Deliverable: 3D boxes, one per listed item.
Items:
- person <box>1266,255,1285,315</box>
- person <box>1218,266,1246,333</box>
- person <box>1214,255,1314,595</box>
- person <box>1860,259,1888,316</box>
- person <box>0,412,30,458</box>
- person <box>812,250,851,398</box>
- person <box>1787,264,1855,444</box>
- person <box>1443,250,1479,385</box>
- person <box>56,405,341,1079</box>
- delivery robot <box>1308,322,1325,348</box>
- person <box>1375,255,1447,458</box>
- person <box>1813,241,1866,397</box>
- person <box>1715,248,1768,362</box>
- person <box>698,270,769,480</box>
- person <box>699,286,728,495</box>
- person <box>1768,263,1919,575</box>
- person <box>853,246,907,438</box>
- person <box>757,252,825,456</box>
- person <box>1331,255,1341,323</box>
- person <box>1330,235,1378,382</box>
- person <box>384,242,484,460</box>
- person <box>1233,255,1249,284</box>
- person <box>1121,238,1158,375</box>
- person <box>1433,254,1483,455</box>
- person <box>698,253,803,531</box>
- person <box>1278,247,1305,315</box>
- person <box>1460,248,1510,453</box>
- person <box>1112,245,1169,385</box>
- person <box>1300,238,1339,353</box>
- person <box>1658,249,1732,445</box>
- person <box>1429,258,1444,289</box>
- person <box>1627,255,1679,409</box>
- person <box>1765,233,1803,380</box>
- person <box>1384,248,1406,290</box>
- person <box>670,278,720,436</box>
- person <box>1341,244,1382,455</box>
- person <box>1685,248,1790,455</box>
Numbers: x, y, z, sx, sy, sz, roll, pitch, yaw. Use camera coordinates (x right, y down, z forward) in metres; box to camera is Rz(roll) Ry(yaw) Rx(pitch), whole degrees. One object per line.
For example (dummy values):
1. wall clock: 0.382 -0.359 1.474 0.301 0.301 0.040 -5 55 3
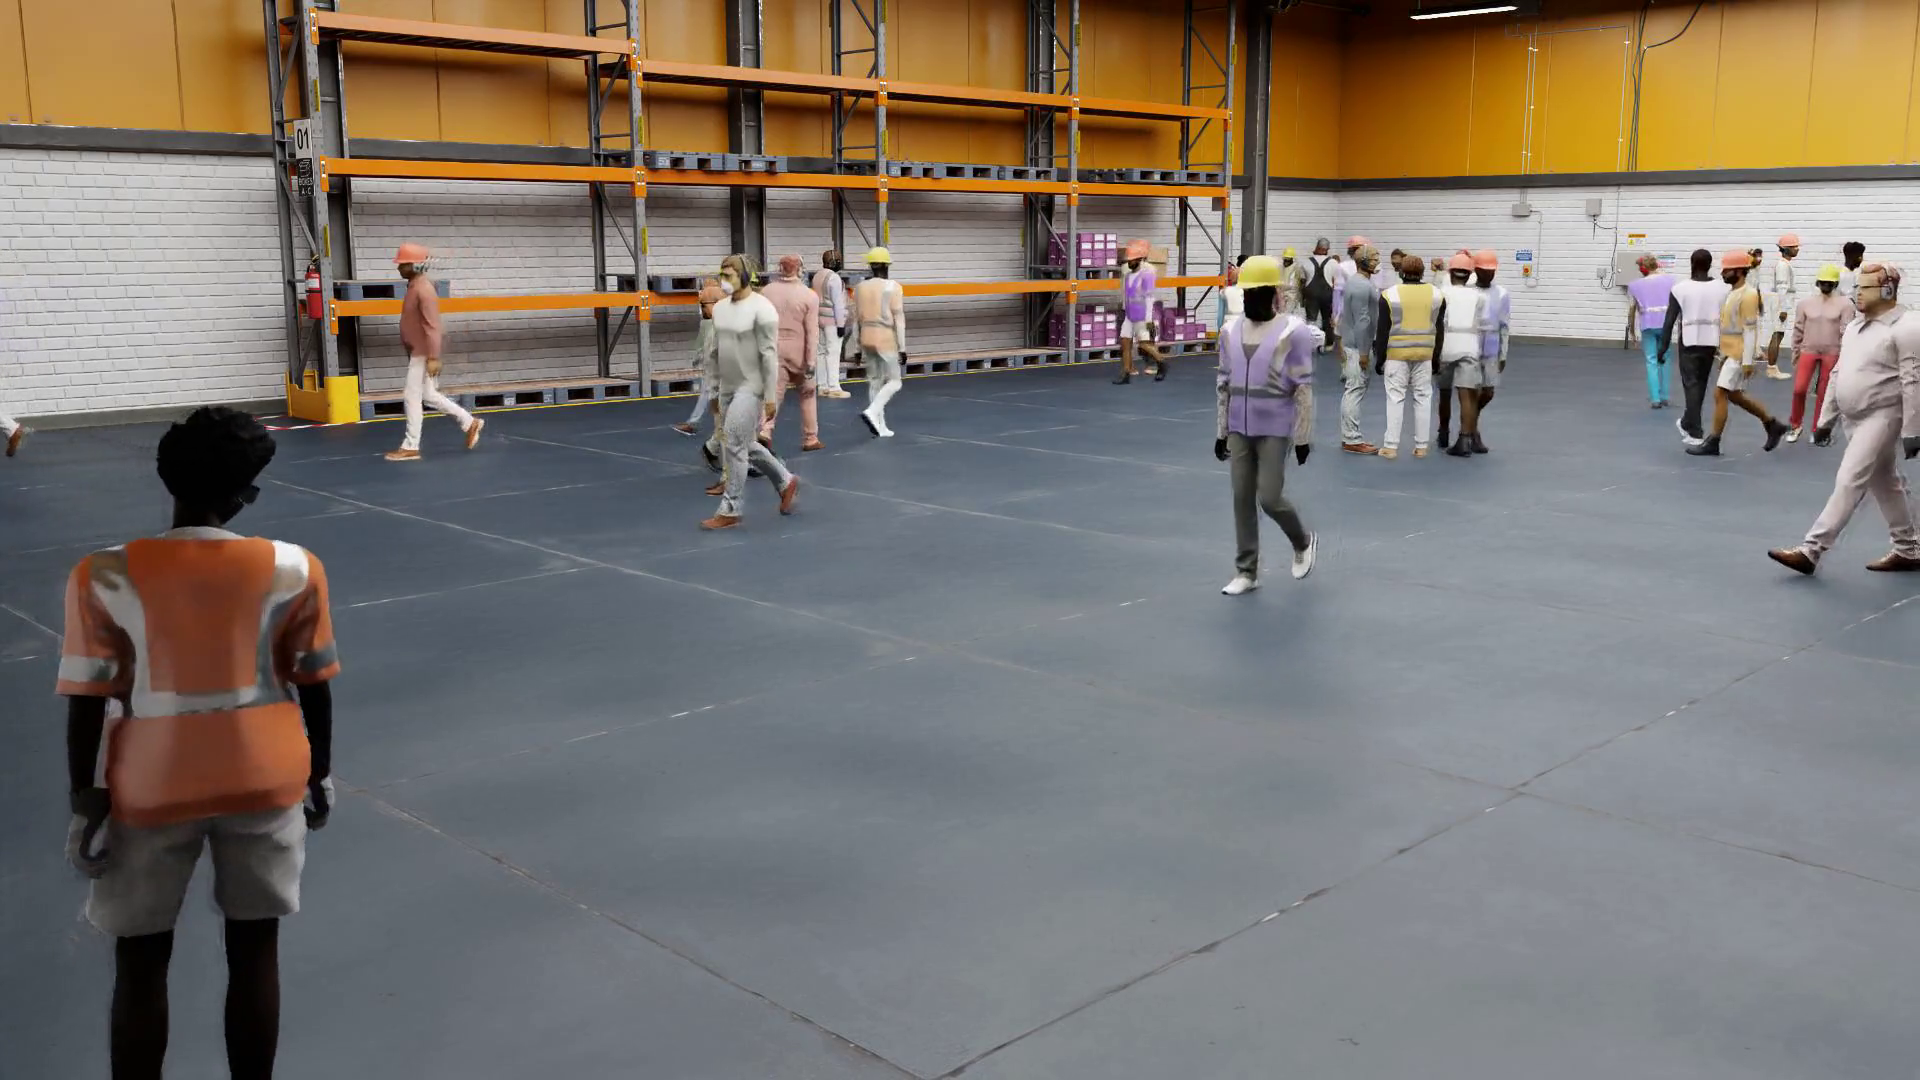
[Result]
1. person: 4.274 -3.107 23.310 0.531 1.741 0.637 7 13 34
2. person: 3.512 -2.640 21.041 0.522 1.637 0.308 5 12 26
3. person: 1.740 -0.647 9.421 0.571 1.914 0.591 -10 15 -44
4. person: 11.655 -2.745 21.396 0.491 1.721 0.751 -9 14 -40
5. person: -8.701 -1.617 14.699 0.675 1.918 0.639 -3 11 -15
6. person: -1.608 -2.703 20.825 0.429 1.842 0.630 -6 12 -31
7. person: 8.339 -1.794 16.123 0.527 1.745 0.483 6 12 30
8. person: 6.714 -2.950 22.206 0.595 1.842 0.979 -1 10 -8
9. person: -1.603 0.546 3.583 0.555 1.659 0.406 -5 12 -27
10. delivery robot: 5.958 -3.460 28.201 0.477 0.478 0.707 0 11 1
11. person: 4.073 -1.653 15.131 0.633 1.843 0.429 -1 10 -4
12. person: 11.046 -2.728 20.670 0.683 1.940 0.663 5 12 26
13. person: 12.724 -3.794 26.869 0.538 1.817 0.995 -8 13 -38
14. person: -1.848 -1.391 13.731 0.512 1.817 0.612 3 11 17
15. person: -1.881 -1.156 12.984 0.291 1.632 0.505 -1 10 -3
16. person: 5.356 -0.708 9.914 1.009 1.849 0.665 0 10 -1
17. person: -0.822 -1.939 16.461 0.610 1.911 0.537 7 12 33
18. person: -1.592 -1.710 15.347 0.638 1.875 0.934 4 11 20
19. person: 7.395 -4.808 32.865 0.507 1.636 0.277 4 11 23
20. person: 5.311 -3.095 22.486 0.690 2.017 0.522 -2 10 -8
21. person: -4.813 -1.716 15.125 0.871 1.966 0.627 -6 12 -28
22. person: 4.759 -3.954 28.047 0.318 1.697 0.535 7 12 33
23. person: 2.637 -3.393 24.231 0.629 1.964 0.767 8 13 38
24. person: 4.661 -1.730 15.531 0.552 1.851 1.075 1 10 5
25. person: -1.462 -1.041 11.607 0.890 1.910 0.638 -10 14 -43
26. person: 5.723 -4.233 29.228 0.564 1.811 0.618 -5 12 -25
27. person: 4.877 -1.794 15.685 0.549 1.912 0.755 0 10 -2
28. person: 2.472 -3.060 22.632 0.835 1.905 0.542 -7 13 -35
29. person: 6.235 -4.271 28.832 0.693 2.000 1.030 4 11 20
30. person: 7.189 -1.898 16.339 0.604 1.873 0.959 0 10 2
31. person: 8.312 -4.112 29.102 0.375 1.622 0.517 2 11 9
32. person: 8.198 -2.462 19.638 0.658 1.789 0.728 3 11 16
33. person: 11.590 -3.278 23.404 0.369 2.048 0.607 5 11 24
34. person: 6.419 -3.315 24.183 0.534 1.849 0.779 10 14 44
35. person: -2.565 -1.844 16.811 0.850 1.584 0.519 -5 12 -25
36. person: 3.724 -1.764 15.442 0.372 1.940 0.629 2 10 8
37. person: 7.207 -1.711 15.258 0.864 1.912 0.554 1 10 7
